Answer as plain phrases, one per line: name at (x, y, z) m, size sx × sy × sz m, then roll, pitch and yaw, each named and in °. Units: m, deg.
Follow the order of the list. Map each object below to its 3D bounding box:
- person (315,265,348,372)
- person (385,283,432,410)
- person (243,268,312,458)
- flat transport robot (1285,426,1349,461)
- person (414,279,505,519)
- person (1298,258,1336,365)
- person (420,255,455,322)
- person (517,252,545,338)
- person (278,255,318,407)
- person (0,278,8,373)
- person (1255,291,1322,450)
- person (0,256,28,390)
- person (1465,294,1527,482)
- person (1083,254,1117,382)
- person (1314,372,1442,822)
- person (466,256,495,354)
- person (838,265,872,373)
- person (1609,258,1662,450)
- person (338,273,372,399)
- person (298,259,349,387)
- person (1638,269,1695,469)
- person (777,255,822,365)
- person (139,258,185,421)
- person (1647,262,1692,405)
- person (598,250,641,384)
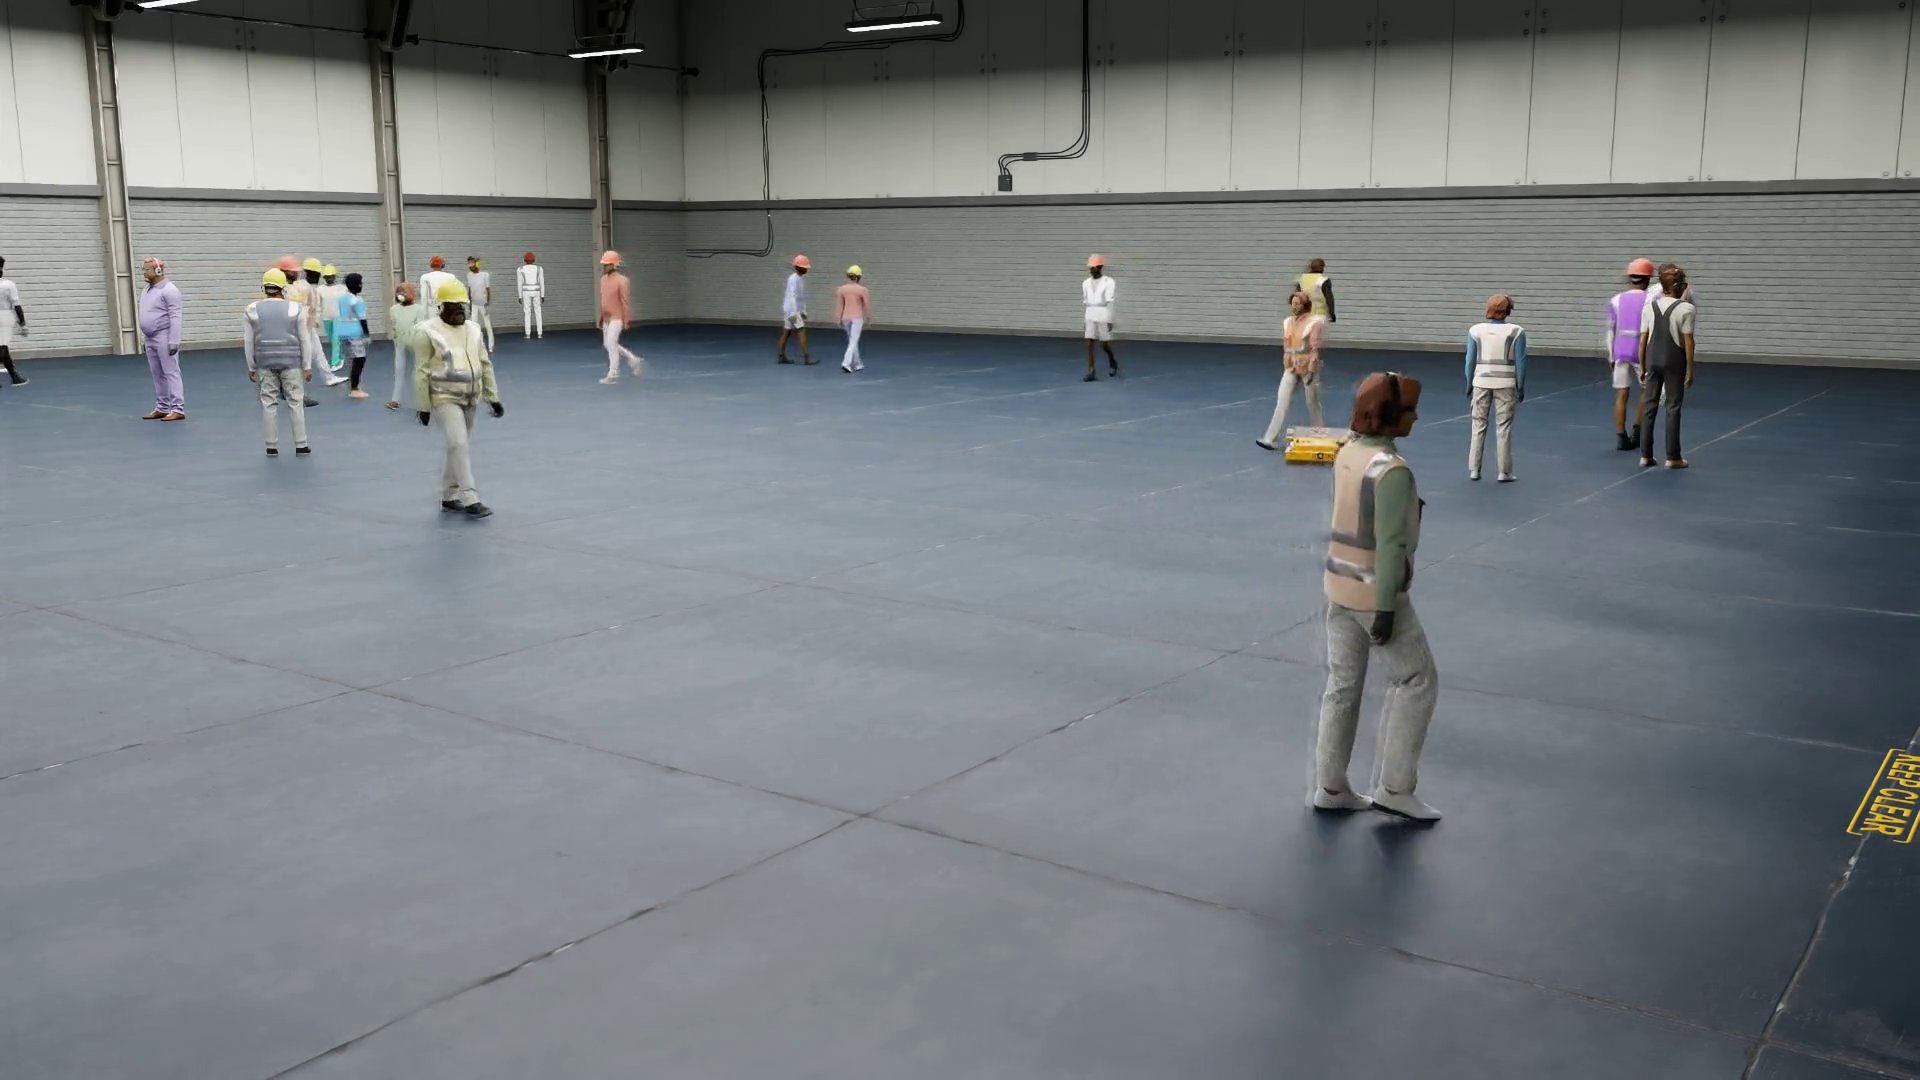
person at (-10.261, -3.640, 27.257) m, size 0.534 × 1.732 × 0.855 m, roll 0°, pitch 10°, yaw 0°
person at (-6.915, -2.429, 20.878) m, size 0.514 × 1.582 × 0.890 m, roll 2°, pitch 10°, yaw 12°
person at (-6.613, -1.714, 16.171) m, size 0.603 × 1.830 × 0.404 m, roll -2°, pitch 10°, yaw -12°
flat transport robot at (3.530, -0.954, 16.292) m, size 0.652 × 0.197 × 1.431 m, roll 2°, pitch 10°, yaw 12°
person at (-3.730, -1.061, 12.594) m, size 0.824 × 1.796 × 0.609 m, roll 6°, pitch 12°, yaw 30°
person at (6.050, -3.808, 27.926) m, size 0.745 × 1.818 × 0.649 m, roll -7°, pitch 12°, yaw -34°
person at (-8.662, -3.798, 27.703) m, size 0.585 × 1.882 × 0.337 m, roll -3°, pitch 11°, yaw -17°
person at (-9.379, -5.348, 36.392) m, size 0.576 × 1.882 × 0.355 m, roll -4°, pitch 11°, yaw -20°
person at (-8.531, -2.655, 21.179) m, size 0.604 × 1.924 × 0.567 m, roll 2°, pitch 10°, yaw 8°
person at (-15.553, -3.627, 26.624) m, size 0.588 × 1.927 × 0.366 m, roll 0°, pitch 10°, yaw 1°
person at (3.352, -1.663, 16.556) m, size 0.862 × 1.592 × 0.518 m, roll -9°, pitch 13°, yaw -41°
person at (-13.714, -3.109, 23.775) m, size 0.625 × 1.914 × 1.022 m, roll 1°, pitch 10°, yaw 4°
person at (4.667, -1.322, 14.519) m, size 0.523 × 1.638 × 0.311 m, roll 6°, pitch 12°, yaw 32°
person at (2.118, -3.360, 25.131) m, size 0.547 × 1.922 × 0.688 m, roll 6°, pitch 12°, yaw 32°
person at (1.539, 0.209, 5.992) m, size 0.541 × 1.623 × 0.526 m, roll -2°, pitch 10°, yaw -13°
person at (-8.995, -4.370, 31.087) m, size 0.506 × 1.837 × 0.627 m, roll 3°, pitch 11°, yaw 17°
person at (-1.729, -3.564, 26.845) m, size 0.537 × 1.723 × 0.894 m, roll 4°, pitch 11°, yaw 23°
person at (6.808, -1.858, 16.725) m, size 0.529 × 1.919 × 0.578 m, roll -10°, pitch 14°, yaw -44°
person at (-8.053, -2.727, 22.267) m, size 0.548 × 1.678 × 0.437 m, roll 10°, pitch 14°, yaw 43°
person at (-9.378, -3.103, 23.909) m, size 0.956 × 1.846 × 0.608 m, roll -1°, pitch 10°, yaw -7°
person at (6.533, -1.579, 15.393) m, size 0.350 × 1.842 × 0.506 m, roll -9°, pitch 13°, yaw -41°
person at (-2.766, -3.905, 28.370) m, size 0.856 × 1.866 × 0.577 m, roll 1°, pitch 10°, yaw 3°
person at (-9.412, -2.353, 19.545) m, size 0.651 × 1.907 × 0.409 m, roll 7°, pitch 12°, yaw 33°
person at (9.049, -2.637, 21.358) m, size 0.642 × 1.834 × 0.492 m, roll -1°, pitch 10°, yaw -6°
person at (-5.074, -3.308, 24.707) m, size 0.730 × 1.971 × 0.620 m, roll -9°, pitch 14°, yaw -43°
